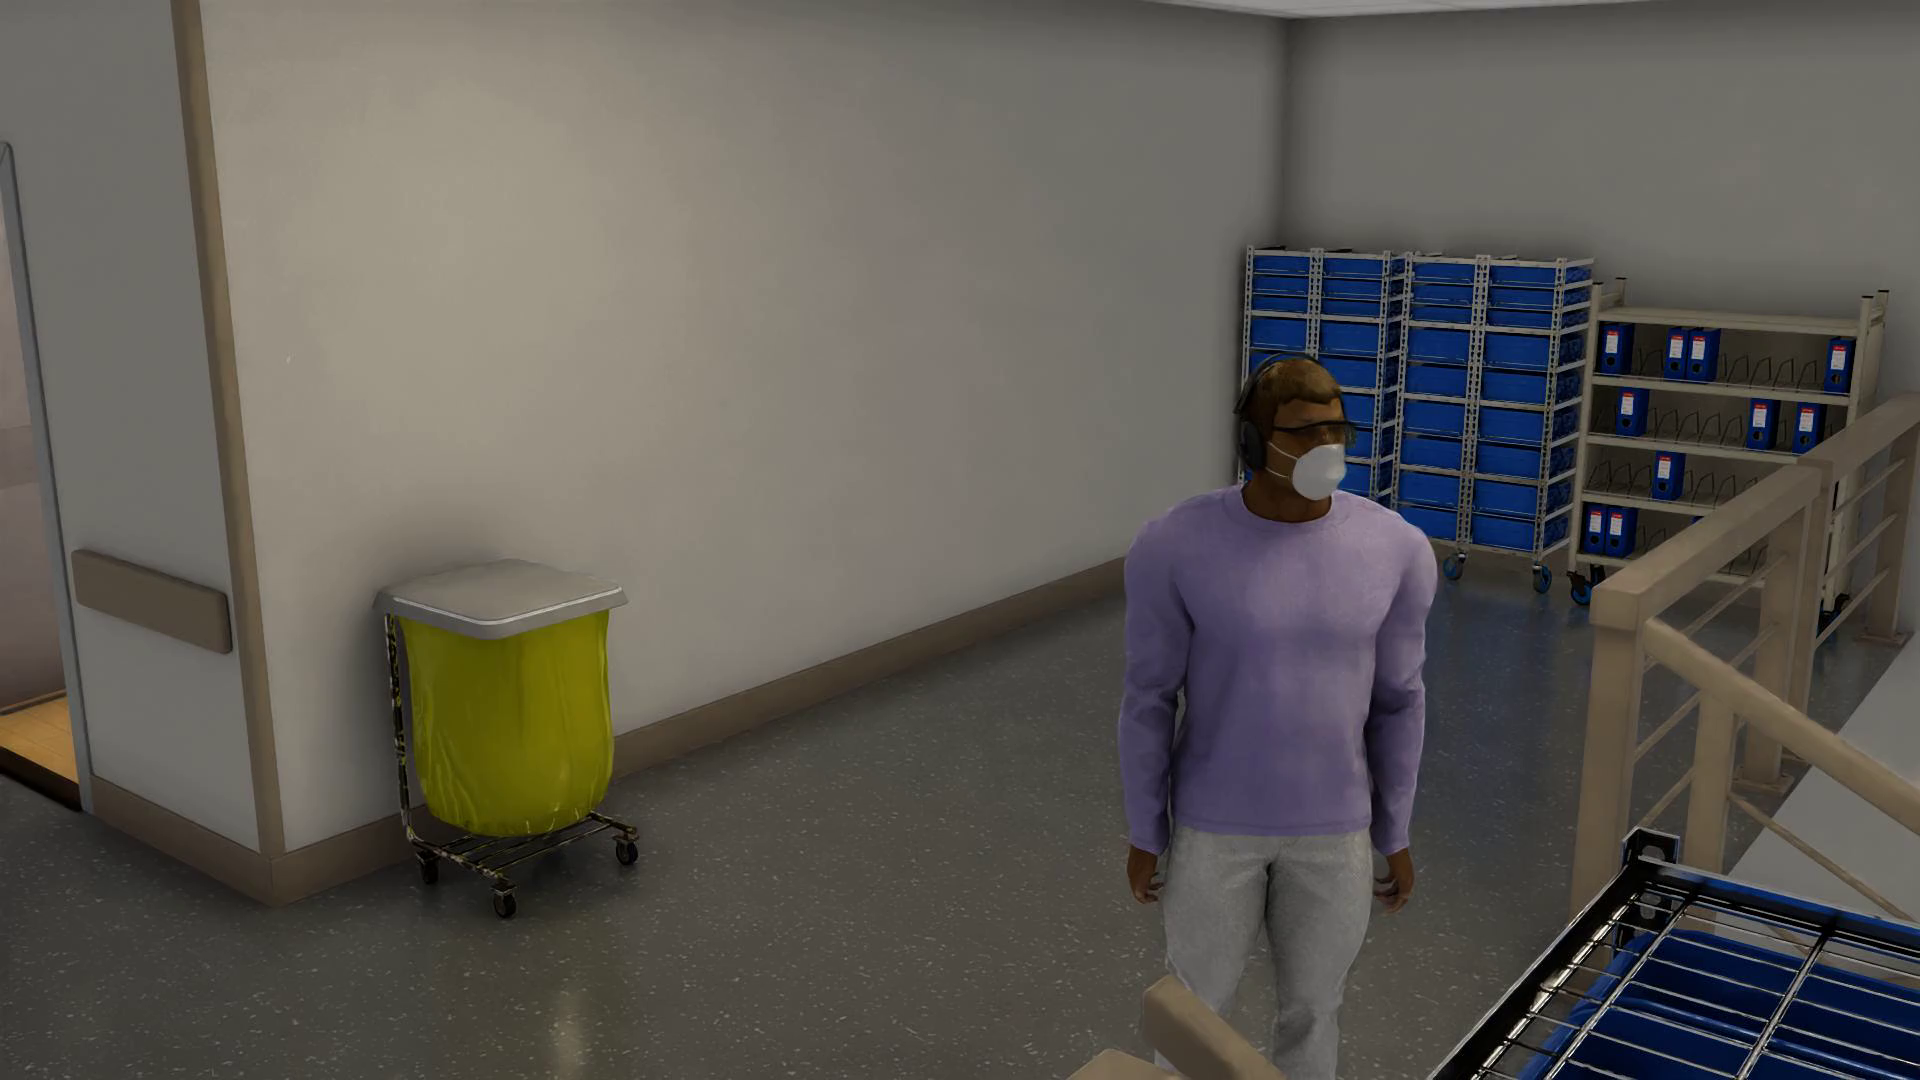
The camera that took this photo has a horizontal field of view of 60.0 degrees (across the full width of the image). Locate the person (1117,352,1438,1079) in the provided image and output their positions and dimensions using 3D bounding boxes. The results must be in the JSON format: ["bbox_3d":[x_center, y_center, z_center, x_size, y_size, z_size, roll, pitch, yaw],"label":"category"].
[{"bbox_3d":[0.634,0.585,3.400,0.630,1.940,0.371,0,13,-2],"label":"person"}]
